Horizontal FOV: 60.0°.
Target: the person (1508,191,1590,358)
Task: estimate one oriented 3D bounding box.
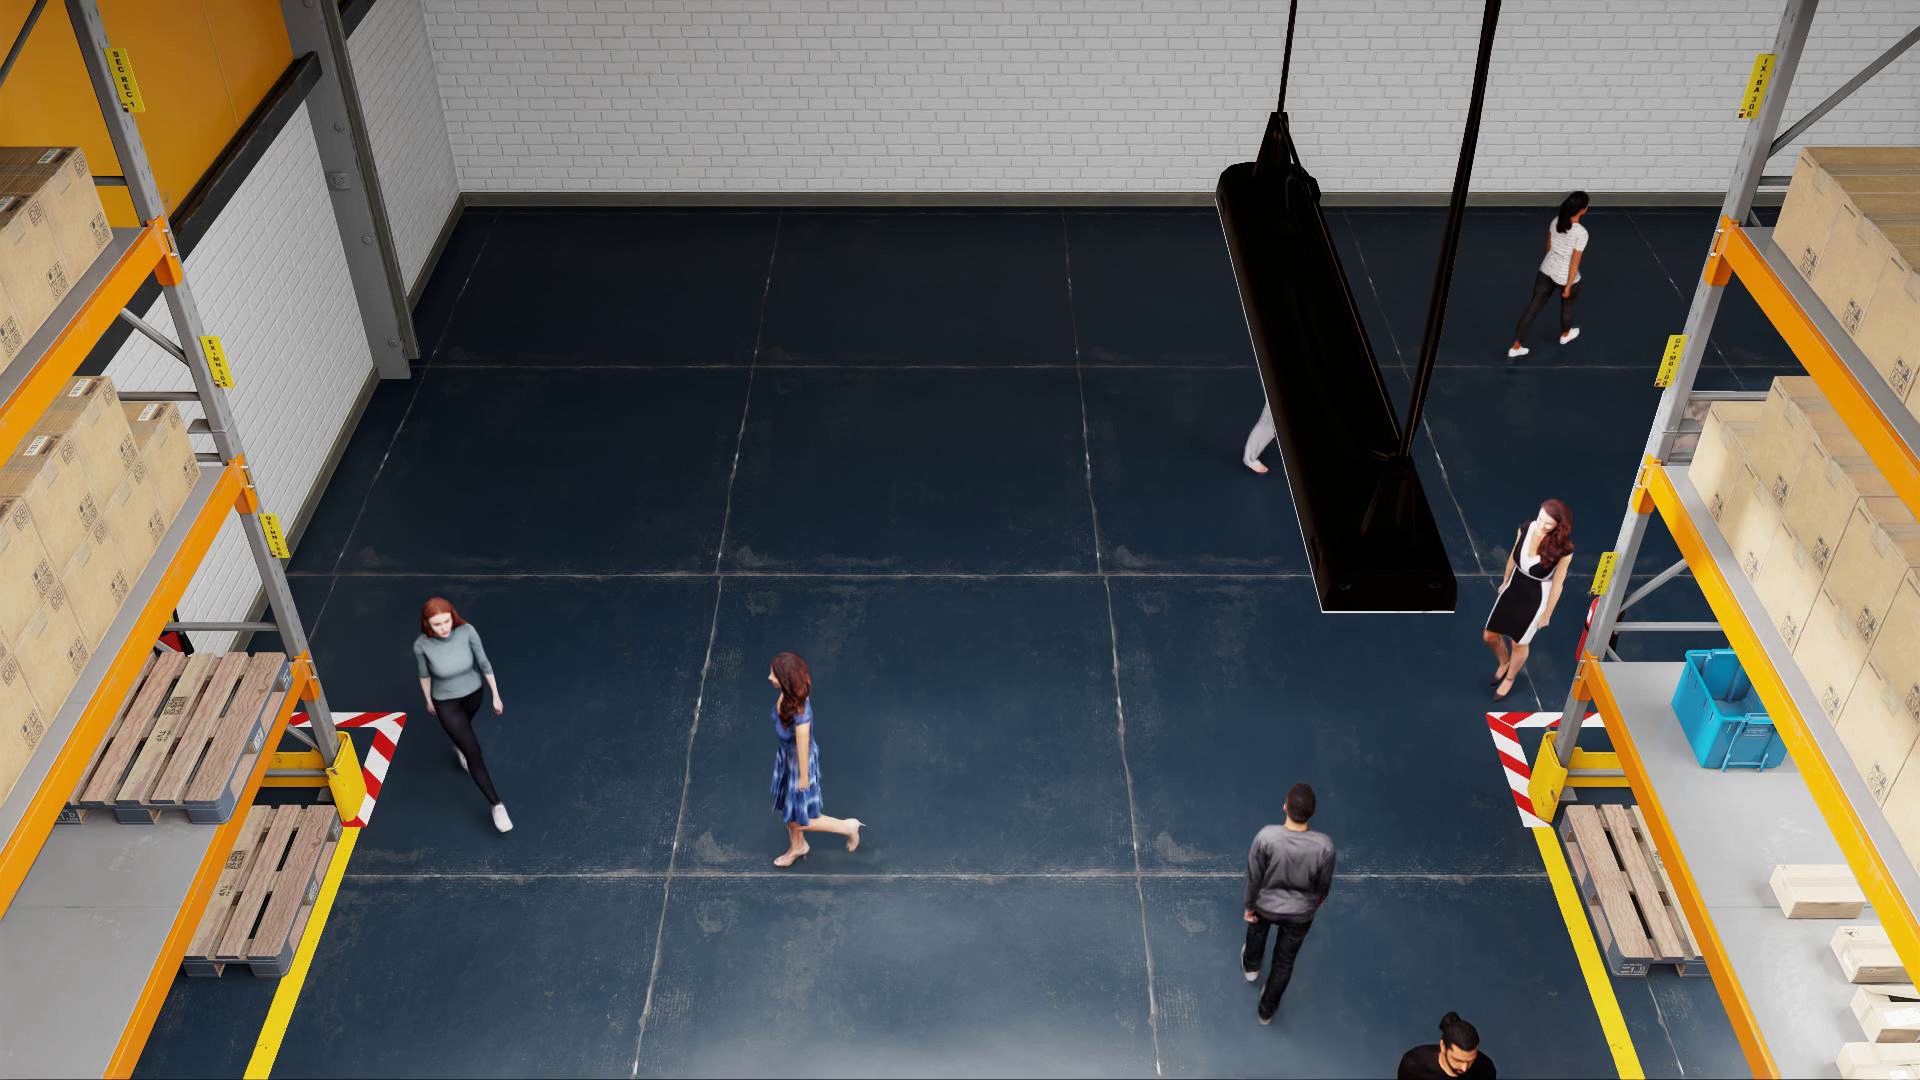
[{"bbox_3d":[5.318,-2.345,14.978,1.043,1.602,1.107,-22,44,-25],"label":"person"}]

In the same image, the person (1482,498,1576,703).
[{"bbox_3d":[3.935,0.389,11.406,0.788,1.786,0.716,-26,46,-29],"label":"person"}]

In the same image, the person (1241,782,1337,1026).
[{"bbox_3d":[1.809,2.101,9.296,0.740,1.745,0.853,10,40,13],"label":"person"}]

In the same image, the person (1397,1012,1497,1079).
[{"bbox_3d":[2.318,2.924,8.257,0.617,1.756,0.542,2,39,2],"label":"person"}]

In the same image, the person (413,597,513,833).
[{"bbox_3d":[-3.246,0.994,10.727,1.014,1.689,1.246,-21,43,-24],"label":"person"}]

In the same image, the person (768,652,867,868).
[{"bbox_3d":[-0.920,1.383,10.161,0.862,1.787,0.864,-12,40,-14],"label":"person"}]
